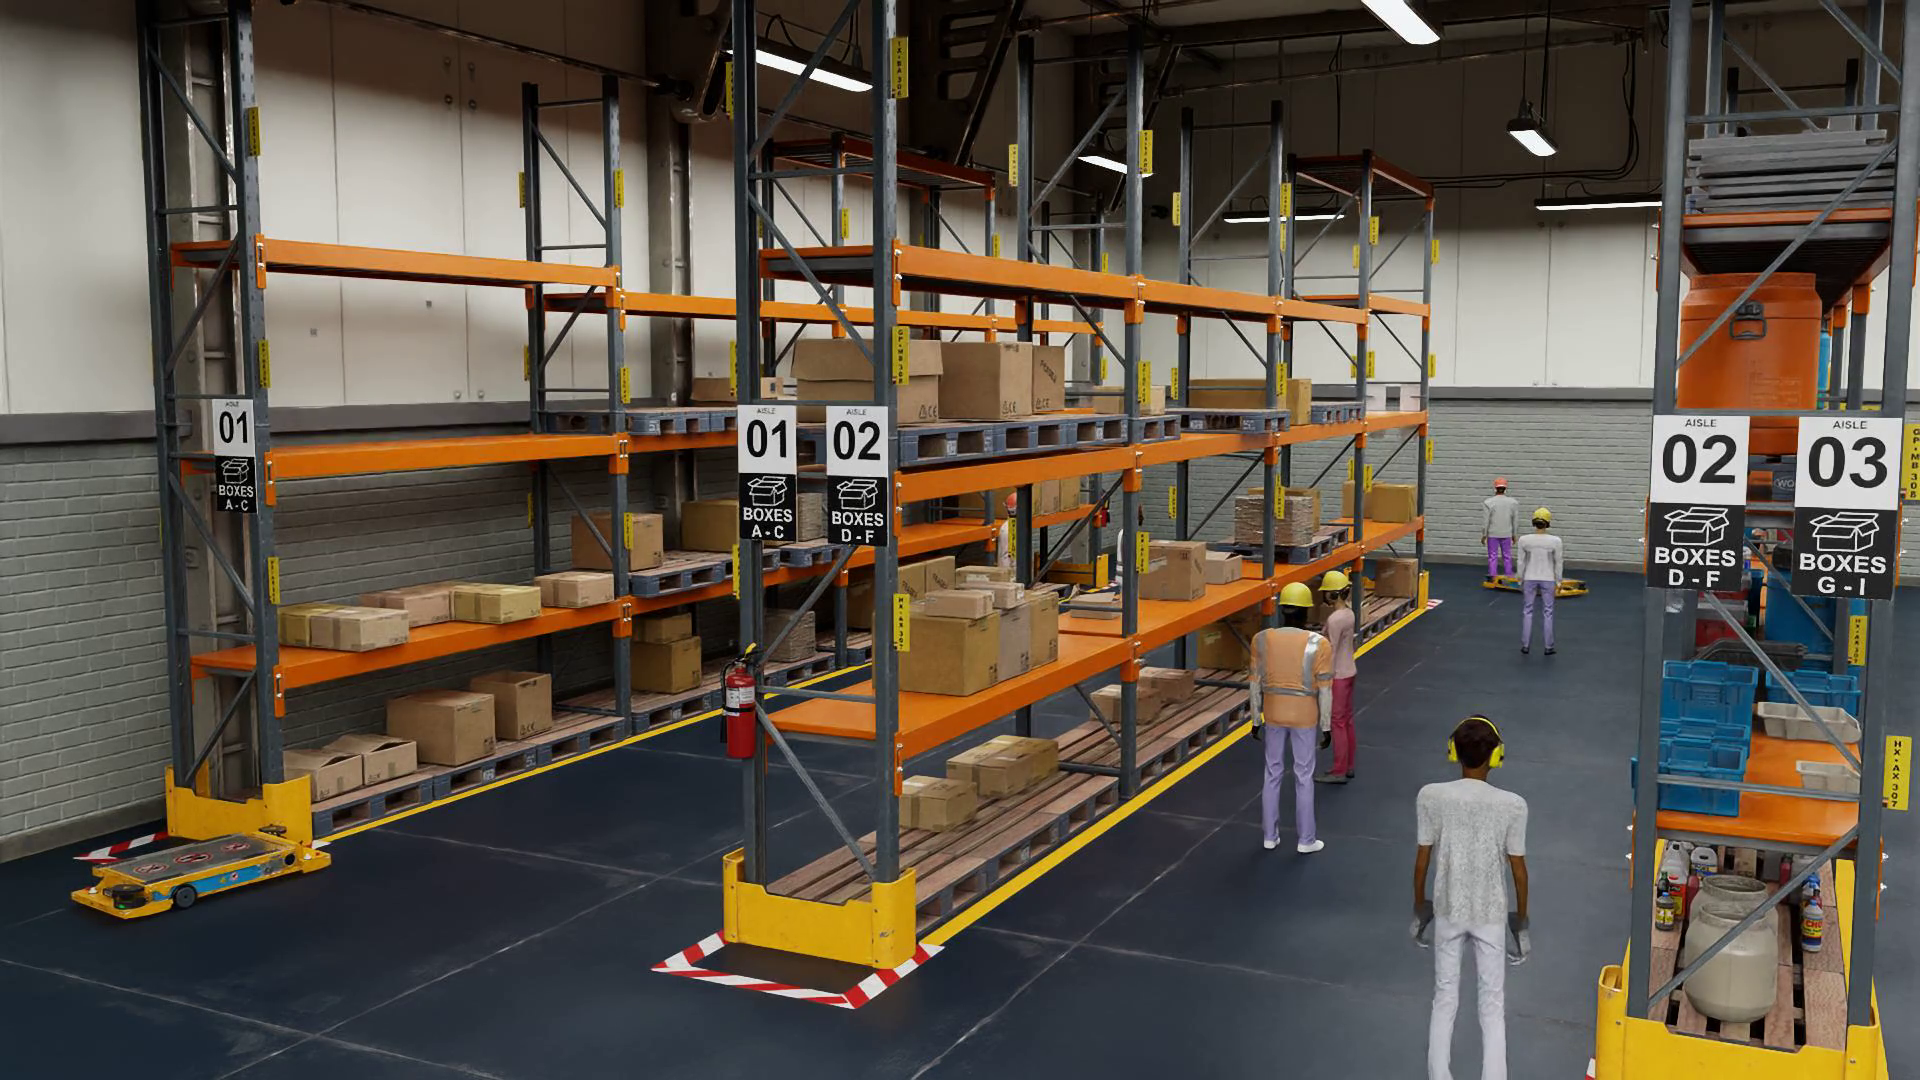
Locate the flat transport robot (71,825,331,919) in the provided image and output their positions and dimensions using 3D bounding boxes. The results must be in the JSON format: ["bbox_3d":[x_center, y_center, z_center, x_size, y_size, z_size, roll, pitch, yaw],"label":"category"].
[{"bbox_3d":[-4.968,2.165,10.947,0.652,0.197,1.431,4,7,36],"label":"flat transport robot"}]

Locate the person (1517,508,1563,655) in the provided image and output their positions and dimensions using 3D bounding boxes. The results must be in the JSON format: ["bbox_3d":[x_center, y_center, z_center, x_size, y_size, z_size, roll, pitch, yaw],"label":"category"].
[{"bbox_3d":[6.962,0.497,19.978,0.530,1.768,0.312,3,6,25],"label":"person"}]

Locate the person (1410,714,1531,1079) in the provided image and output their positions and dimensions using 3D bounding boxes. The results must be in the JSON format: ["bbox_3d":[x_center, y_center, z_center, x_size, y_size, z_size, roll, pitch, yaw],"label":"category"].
[{"bbox_3d":[2.319,1.725,7.562,0.534,1.864,0.309,3,7,26],"label":"person"}]

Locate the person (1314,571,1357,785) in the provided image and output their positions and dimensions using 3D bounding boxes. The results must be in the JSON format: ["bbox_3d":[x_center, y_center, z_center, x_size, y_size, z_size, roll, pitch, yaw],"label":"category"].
[{"bbox_3d":[3.116,1.136,13.809,0.334,1.764,0.524,3,7,28],"label":"person"}]

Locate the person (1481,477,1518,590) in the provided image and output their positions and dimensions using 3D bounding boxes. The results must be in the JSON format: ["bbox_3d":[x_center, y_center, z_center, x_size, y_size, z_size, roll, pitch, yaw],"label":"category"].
[{"bbox_3d":[8.378,-0.102,25.863,0.573,1.749,0.342,0,6,-4],"label":"person"}]

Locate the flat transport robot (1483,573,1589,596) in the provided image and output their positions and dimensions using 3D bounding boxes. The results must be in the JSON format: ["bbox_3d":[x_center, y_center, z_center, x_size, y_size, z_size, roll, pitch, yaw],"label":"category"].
[{"bbox_3d":[8.808,0.674,25.448,0.652,0.197,1.431,-4,7,-34],"label":"flat transport robot"}]

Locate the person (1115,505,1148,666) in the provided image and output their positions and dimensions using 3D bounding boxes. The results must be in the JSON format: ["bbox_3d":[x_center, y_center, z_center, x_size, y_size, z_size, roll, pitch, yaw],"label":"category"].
[{"bbox_3d":[1.985,0.511,19.283,0.356,1.883,0.572,0,6,-2],"label":"person"}]

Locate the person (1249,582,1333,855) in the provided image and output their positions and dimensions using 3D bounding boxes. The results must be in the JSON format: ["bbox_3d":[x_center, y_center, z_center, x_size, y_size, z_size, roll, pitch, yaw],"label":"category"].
[{"bbox_3d":[2.351,1.259,11.803,0.594,1.922,0.377,3,7,27],"label":"person"}]
